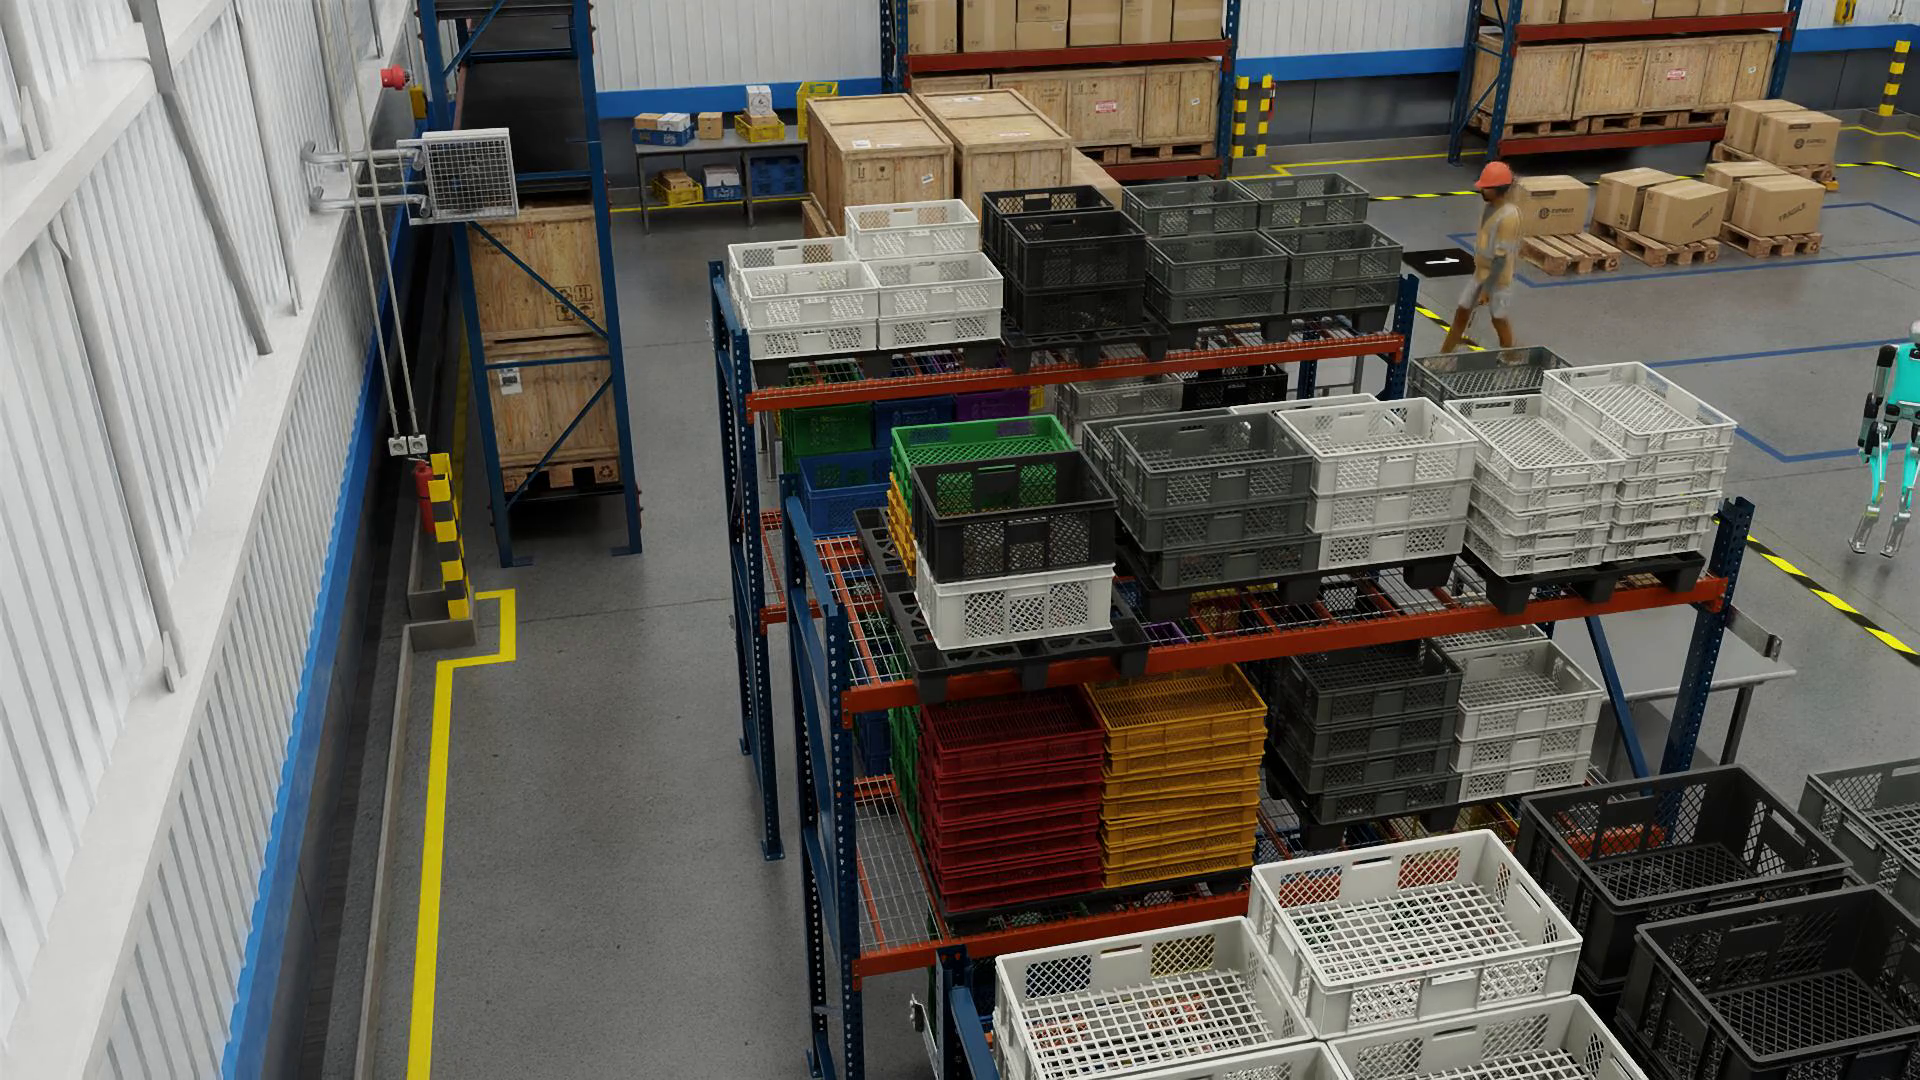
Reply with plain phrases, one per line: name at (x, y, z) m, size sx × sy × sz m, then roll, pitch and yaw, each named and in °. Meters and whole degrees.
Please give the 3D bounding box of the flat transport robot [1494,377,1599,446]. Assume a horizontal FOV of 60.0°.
flat transport robot at (4.780, -1.036, 14.013) m, size 0.659 × 0.231 × 1.431 m, roll -6°, pitch 28°, yaw -12°

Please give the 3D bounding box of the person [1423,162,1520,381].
person at (4.558, -2.314, 14.591) m, size 0.952 × 1.997 × 0.623 m, roll -4°, pitch 28°, yaw -7°

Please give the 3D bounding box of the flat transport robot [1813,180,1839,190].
flat transport robot at (9.998, -4.457, 20.474) m, size 1.431 × 0.197 × 0.652 m, roll -6°, pitch 28°, yaw -12°

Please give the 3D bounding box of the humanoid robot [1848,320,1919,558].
humanoid robot at (6.519, -0.637, 11.532) m, size 0.533 × 1.681 × 0.735 m, roll 13°, pitch 30°, yaw 23°
